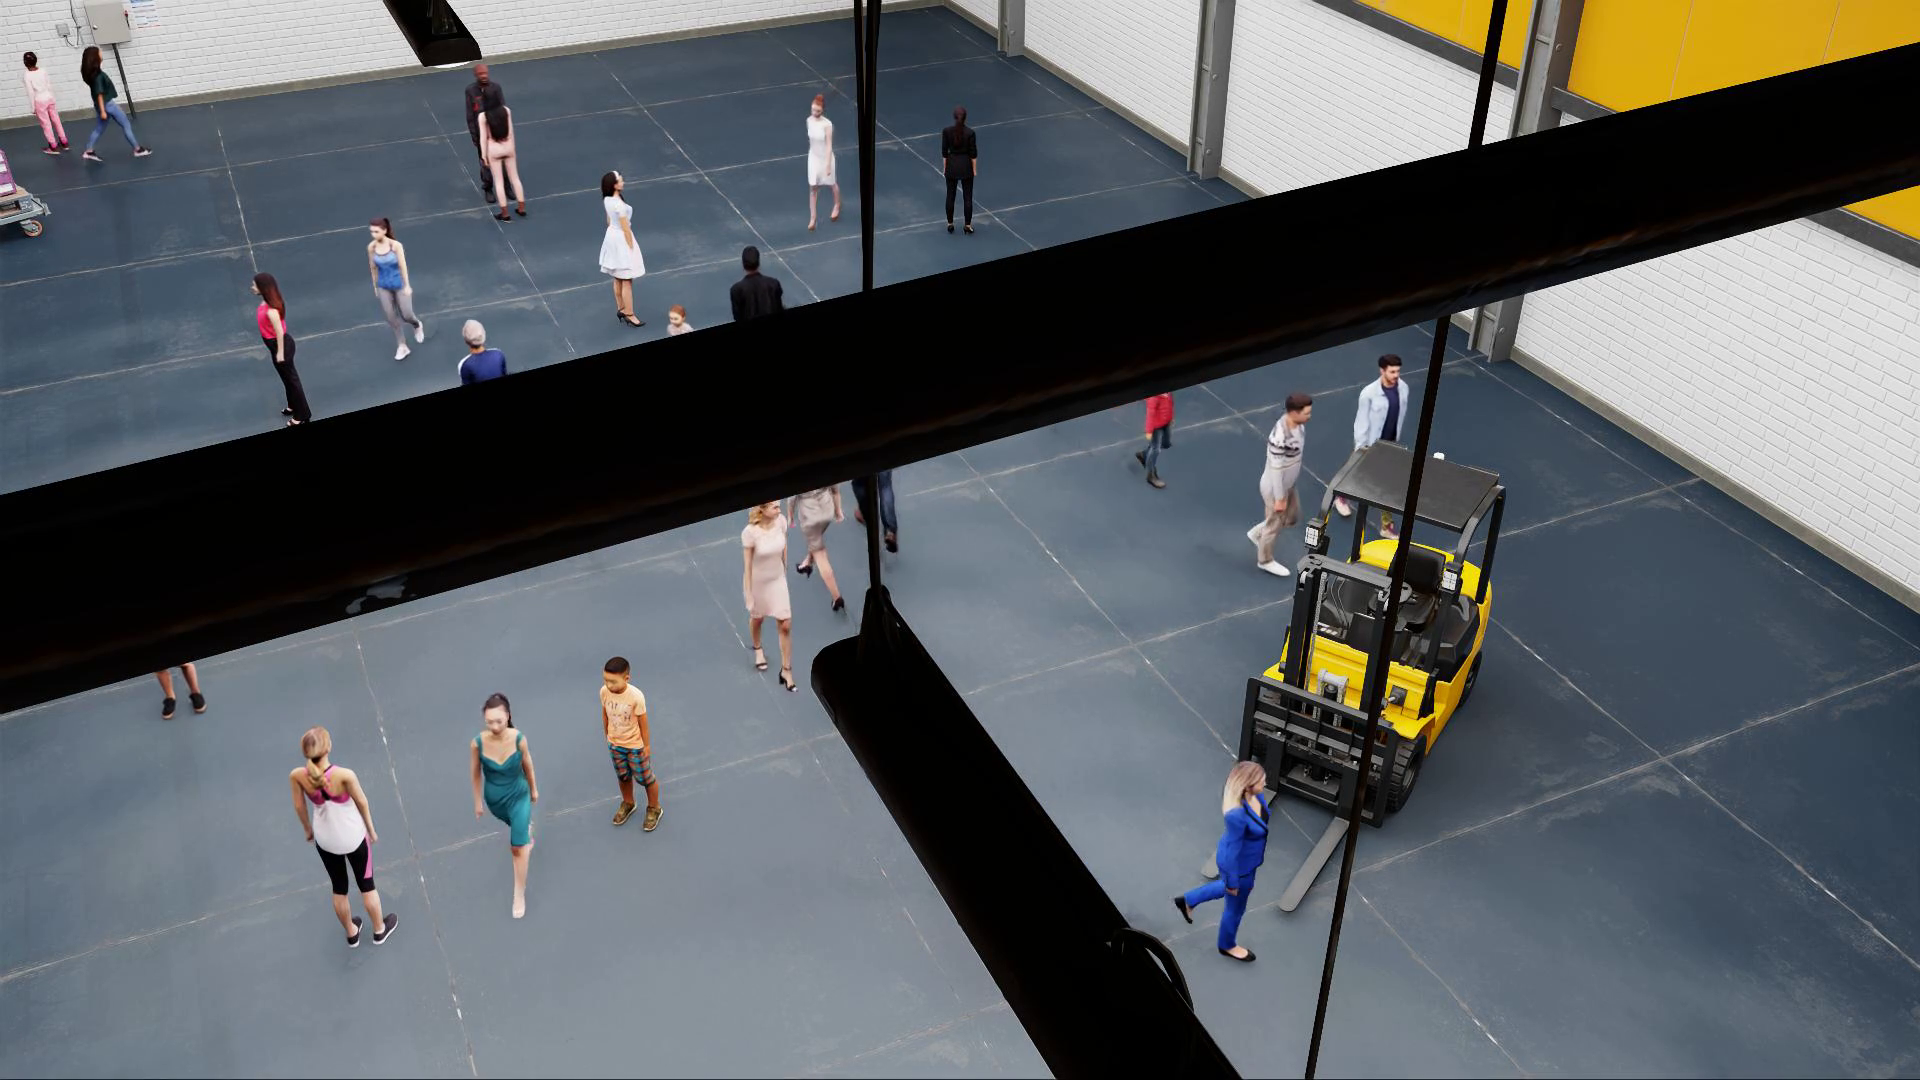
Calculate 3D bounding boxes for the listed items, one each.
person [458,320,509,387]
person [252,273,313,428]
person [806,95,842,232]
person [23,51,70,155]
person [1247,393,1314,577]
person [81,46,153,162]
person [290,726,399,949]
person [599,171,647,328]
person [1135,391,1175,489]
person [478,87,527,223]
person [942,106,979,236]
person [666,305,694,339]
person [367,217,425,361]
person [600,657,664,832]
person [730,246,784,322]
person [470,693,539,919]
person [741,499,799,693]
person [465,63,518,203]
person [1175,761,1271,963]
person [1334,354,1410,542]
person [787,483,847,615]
[{"bbox_3d":[-4.365,-1.170,15.578,0.885,1.797,1.268,-26,41,-33],"label":"person"},{"bbox_3d":[-6.893,-1.945,16.869,0.655,1.659,0.466,-13,36,-18],"label":"person"},{"bbox_3d":[-1.698,-4.821,21.116,0.963,1.747,0.953,22,39,29],"label":"person"},{"bbox_3d":[-12.929,-6.188,23.446,0.667,1.444,0.624,15,36,21],"label":"person"},{"bbox_3d":[2.725,-0.514,14.558,0.911,1.835,0.866,14,36,20],"label":"person"},{"bbox_3d":[-11.932,-5.990,23.034,0.766,1.571,1.093,-21,39,-28],"label":"person"},{"bbox_3d":[-4.057,1.953,10.889,0.678,1.786,0.656,-1,34,-2],"label":"person"},{"bbox_3d":[-3.813,-3.277,18.728,0.803,1.819,0.707,-21,39,-28],"label":"person"},{"bbox_3d":[1.858,-1.135,15.968,0.741,1.308,0.650,26,41,33],"label":"person"},{"bbox_3d":[-5.890,-4.955,21.348,0.687,1.714,0.638,-26,42,-34],"label":"person"},{"bbox_3d":[-0.011,-4.651,20.939,0.696,1.660,0.743,9,35,13],"label":"person"},{"bbox_3d":[-2.857,-1.923,17.260,0.650,1.189,0.706,14,36,20],"label":"person"},{"bbox_3d":[-6.161,-2.778,18.174,0.791,1.602,0.895,3,34,5],"label":"person"},{"bbox_3d":[-2.381,1.438,11.959,0.598,1.460,0.652,10,35,15],"label":"person"},{"bbox_3d":[-2.024,-2.085,16.959,0.803,1.793,1.065,-10,35,-14],"label":"person"},{"bbox_3d":[-3.084,1.713,11.380,0.813,1.643,1.107,-2,34,-3],"label":"person"},{"bbox_3d":[-1.600,0.315,13.342,0.639,1.798,0.897,-14,36,-20],"label":"person"},{"bbox_3d":[-6.202,-5.396,21.915,0.676,1.820,0.561,-14,36,-20],"label":"person"},{"bbox_3d":[1.713,2.069,10.805,0.966,1.686,0.912,9,35,14],"label":"person"},{"bbox_3d":[3.747,-0.898,15.194,0.755,1.769,1.160,-11,35,-16],"label":"person"},{"bbox_3d":[-1.186,-0.128,14.105,0.755,1.693,1.148,-22,39,-29],"label":"person"}]
